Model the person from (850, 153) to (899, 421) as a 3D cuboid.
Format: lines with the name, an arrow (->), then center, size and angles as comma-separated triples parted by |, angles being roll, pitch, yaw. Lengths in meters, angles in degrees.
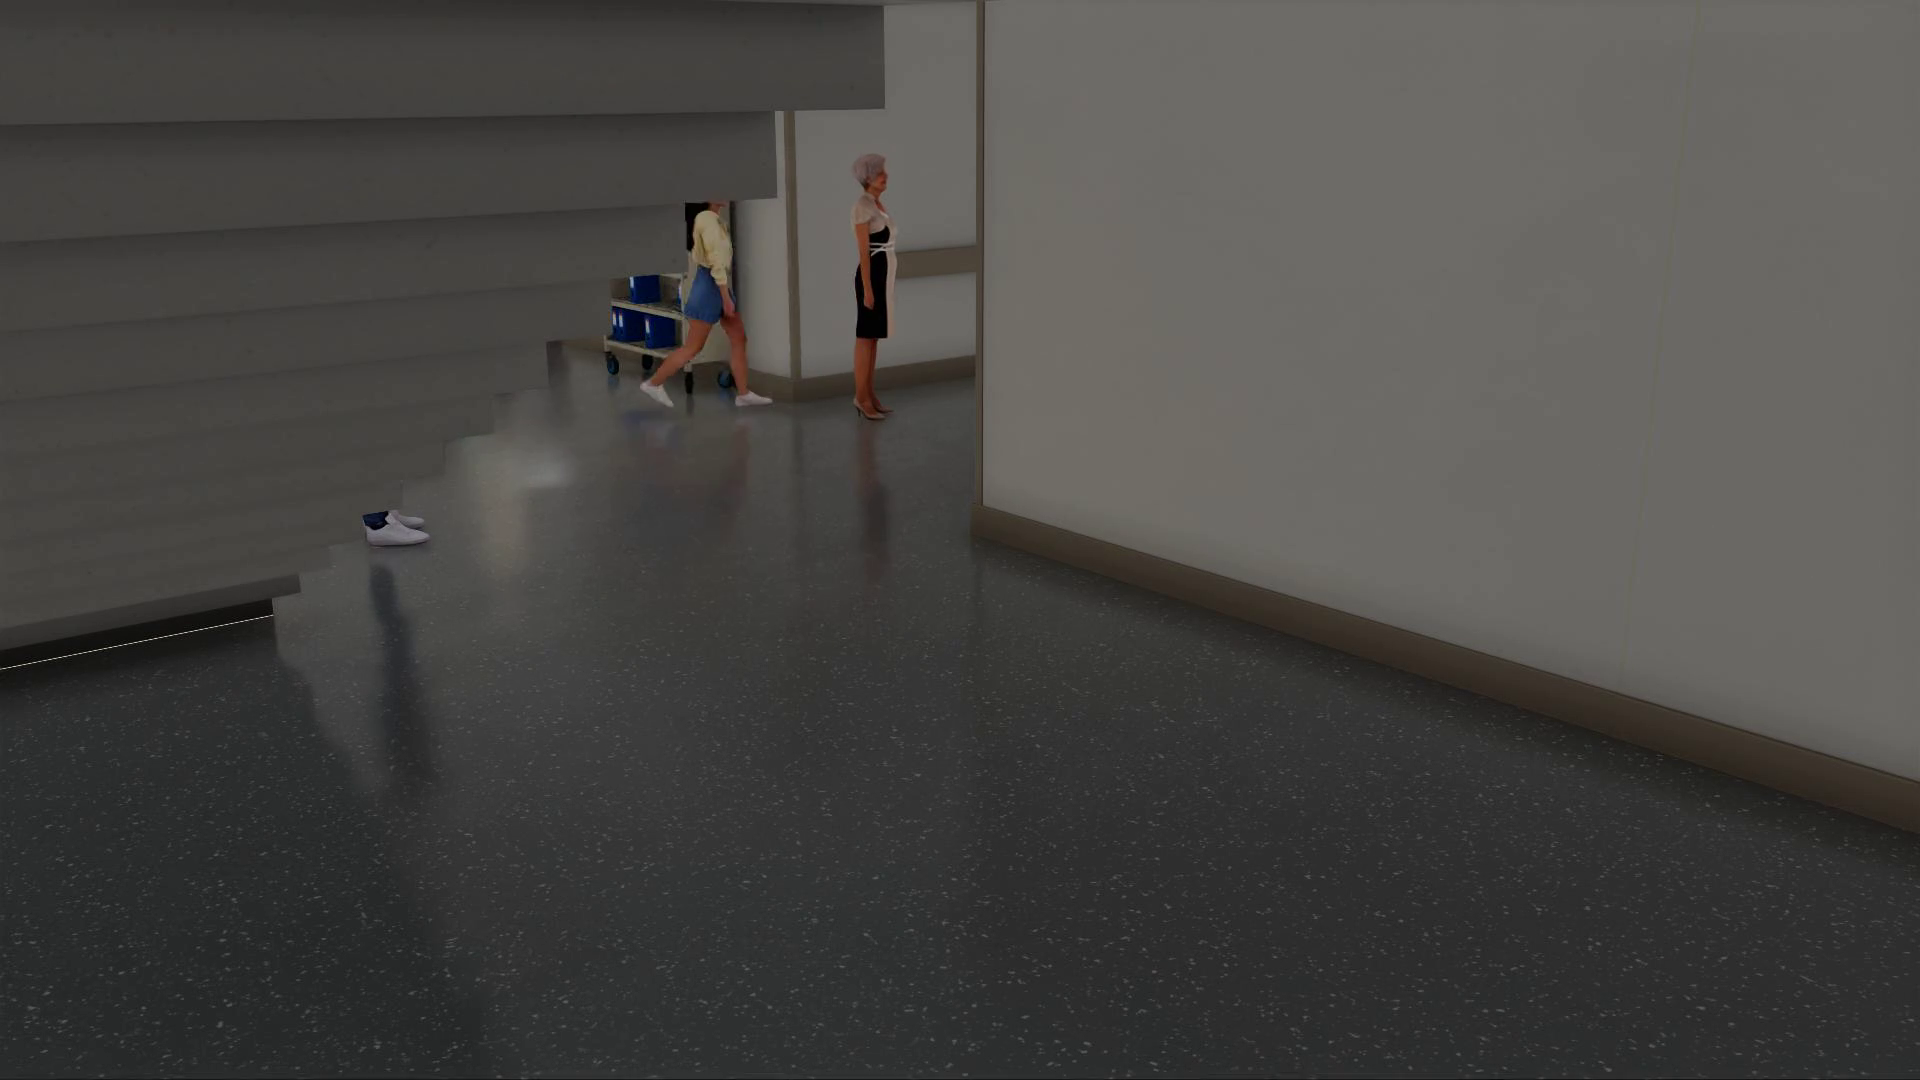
person -> -0.598, -1.697, 11.157 | 0.748, 1.754, 0.712 | 3, 16, 10

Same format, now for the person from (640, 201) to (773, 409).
person -> -1.771, -1.641, 11.250 | 1.073, 1.595, 1.160 | -2, 16, -7
